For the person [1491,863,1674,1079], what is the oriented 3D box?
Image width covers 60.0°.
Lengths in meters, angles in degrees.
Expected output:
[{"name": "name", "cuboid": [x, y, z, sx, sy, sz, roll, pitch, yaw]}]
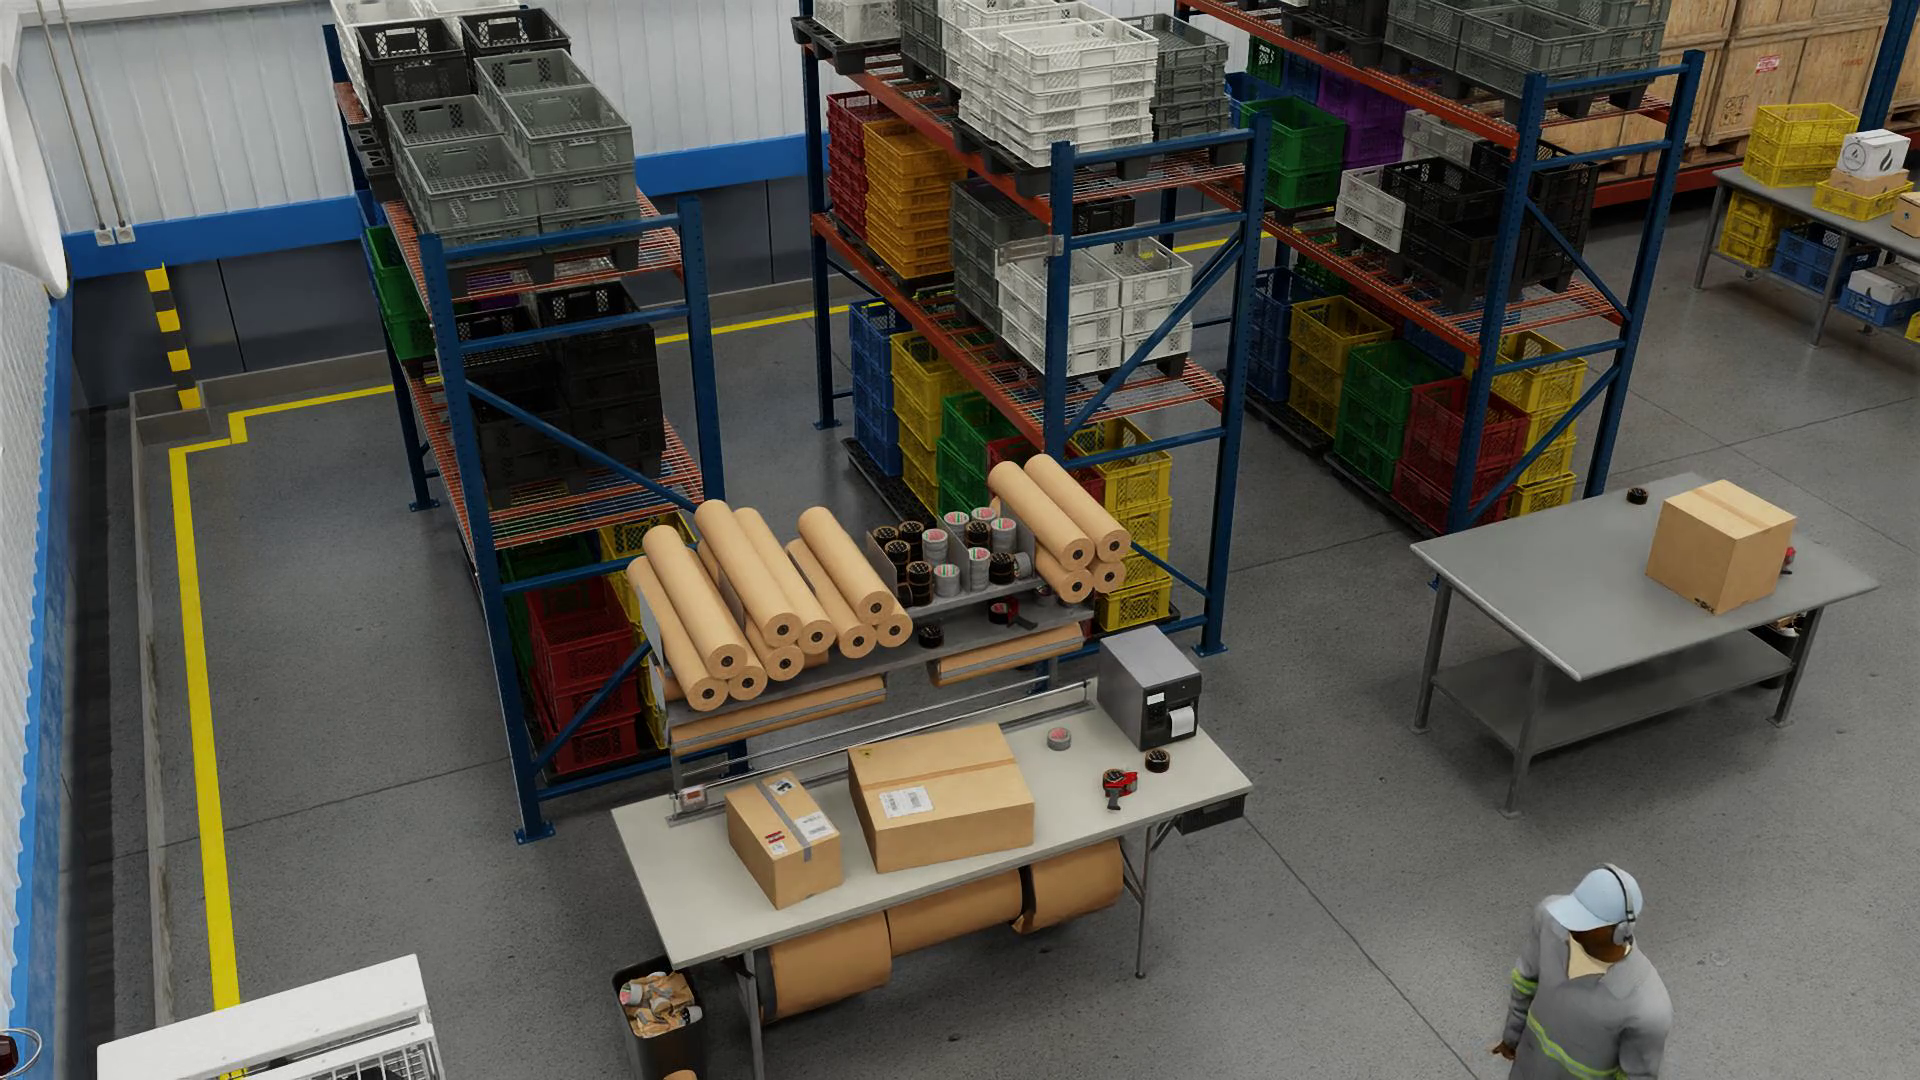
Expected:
[{"name": "person", "cuboid": [1.997, 1.797, 5.542, 0.398, 1.852, 0.587, -12, 34, -19]}]
